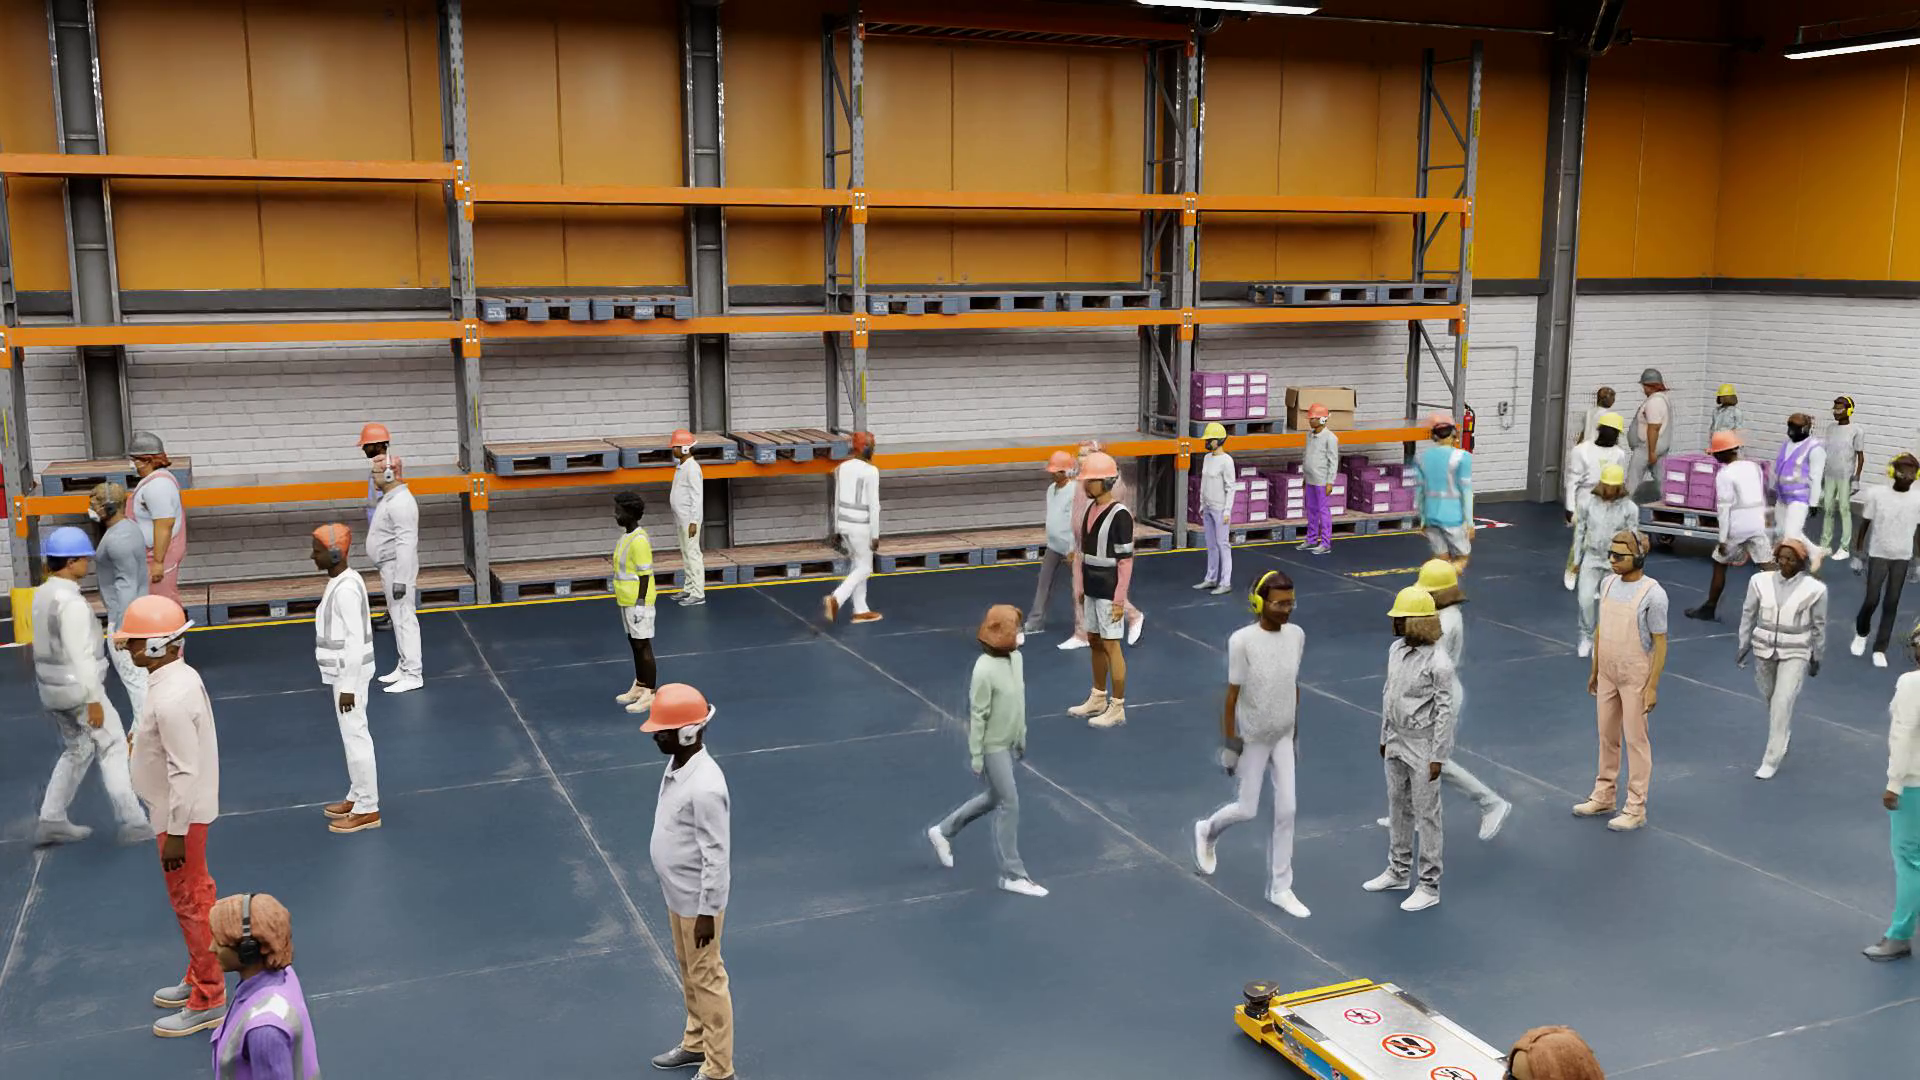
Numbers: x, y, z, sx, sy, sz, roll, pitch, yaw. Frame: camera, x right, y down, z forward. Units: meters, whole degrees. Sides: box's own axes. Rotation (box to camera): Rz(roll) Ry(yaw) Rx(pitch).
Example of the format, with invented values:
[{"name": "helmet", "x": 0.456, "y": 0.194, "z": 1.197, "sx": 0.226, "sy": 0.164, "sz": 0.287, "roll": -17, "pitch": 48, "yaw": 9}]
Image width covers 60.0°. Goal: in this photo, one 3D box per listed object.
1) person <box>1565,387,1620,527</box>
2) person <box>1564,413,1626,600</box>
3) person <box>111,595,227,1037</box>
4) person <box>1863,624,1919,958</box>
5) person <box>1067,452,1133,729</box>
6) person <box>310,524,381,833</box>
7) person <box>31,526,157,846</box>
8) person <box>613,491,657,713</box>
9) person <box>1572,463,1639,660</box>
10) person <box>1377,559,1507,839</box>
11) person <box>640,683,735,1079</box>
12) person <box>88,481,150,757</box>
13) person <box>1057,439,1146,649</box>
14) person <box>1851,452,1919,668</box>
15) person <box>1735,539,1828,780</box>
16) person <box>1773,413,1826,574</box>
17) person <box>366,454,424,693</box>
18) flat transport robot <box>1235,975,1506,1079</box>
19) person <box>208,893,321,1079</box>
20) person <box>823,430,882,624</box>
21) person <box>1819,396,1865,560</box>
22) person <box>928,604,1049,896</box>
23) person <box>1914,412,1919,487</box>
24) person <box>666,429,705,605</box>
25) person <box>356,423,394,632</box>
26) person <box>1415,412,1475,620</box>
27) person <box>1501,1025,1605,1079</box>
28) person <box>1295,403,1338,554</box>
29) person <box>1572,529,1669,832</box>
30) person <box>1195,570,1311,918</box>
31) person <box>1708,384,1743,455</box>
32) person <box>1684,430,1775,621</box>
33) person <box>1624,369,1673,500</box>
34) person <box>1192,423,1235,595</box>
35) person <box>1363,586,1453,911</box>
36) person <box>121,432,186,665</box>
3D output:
[{"name": "person", "x": 8.174, "y": -1.057, "z": 21.236, "sx": 1.022, "sy": 1.776, "sz": 0.511, "roll": -4, "pitch": 11, "yaw": -21}, {"name": "person", "x": 6.458, "y": -0.350, "z": 16.905, "sx": 0.630, "sy": 1.882, "sz": 0.492, "roll": -1, "pitch": 10, "yaw": -3}, {"name": "person", "x": -3.537, "y": 1.224, "z": 7.489, "sx": 0.391, "sy": 1.992, "sz": 0.623, "roll": -4, "pitch": 11, "yaw": -23}, {"name": "person", "x": 4.763, "y": 1.224, "z": 8.308, "sx": 0.636, "sy": 1.718, "sz": 0.322, "roll": -7, "pitch": 12, "yaw": -34}, {"name": "person", "x": 1.028, "y": 0.368, "z": 12.284, "sx": 0.384, "sy": 2.041, "sz": 0.615, "roll": -4, "pitch": 11, "yaw": -23}, {"name": "person", "x": -3.728, "y": 0.827, "z": 10.096, "sx": 0.340, "sy": 1.883, "sz": 0.585, "roll": -4, "pitch": 11, "yaw": -23}, {"name": "person", "x": -5.148, "y": 0.868, "z": 9.802, "sx": 0.637, "sy": 1.925, "sz": 0.601, "roll": 9, "pitch": 13, "yaw": 42}, {"name": "person", "x": -2.491, "y": 0.466, "z": 12.715, "sx": 0.316, "sy": 1.696, "sz": 0.541, "roll": -4, "pitch": 11, "yaw": -23}, {"name": "person", "x": 5.510, "y": 0.188, "z": 14.218, "sx": 0.504, "sy": 1.720, "sz": 0.407, "roll": 4, "pitch": 11, "yaw": 22}, {"name": "person", "x": 2.875, "y": 0.954, "z": 9.831, "sx": 0.674, "sy": 1.716, "sz": 0.503, "roll": 3, "pitch": 10, "yaw": 15}, {"name": "person", "x": -1.137, "y": 1.445, "z": 6.919, "sx": 0.343, "sy": 1.747, "sz": 0.573, "roll": -4, "pitch": 11, "yaw": -23}, {"name": "person", "x": -5.794, "y": 0.550, "z": 11.539, "sx": 0.355, "sy": 1.936, "sz": 0.636, "roll": -4, "pitch": 11, "yaw": -23}, {"name": "person", "x": 1.249, "y": 0.042, "z": 14.622, "sx": 0.688, "sy": 1.883, "sz": 0.657, "roll": -4, "pitch": 11, "yaw": -24}, {"name": "person", "x": 7.840, "y": 0.171, "z": 14.014, "sx": 0.523, "sy": 1.837, "sz": 0.446, "roll": 3, "pitch": 10, "yaw": 16}, {"name": "person", "x": 5.592, "y": 0.761, "z": 11.297, "sx": 0.508, "sy": 1.601, "sz": 0.838, "roll": 10, "pitch": 14, "yaw": 44}, {"name": "person", "x": 8.940, "y": -0.449, "z": 17.658, "sx": 0.693, "sy": 1.825, "sz": 0.634, "roll": -2, "pitch": 10, "yaw": -10}, {"name": "person", "x": -4.526, "y": 0.261, "z": 13.299, "sx": 0.405, "sy": 1.906, "sz": 0.652, "roll": -4, "pitch": 11, "yaw": -23}, {"name": "flat transport robot", "x": 1.817, "y": 2.176, "z": 6.970, "sx": 0.652, "sy": 0.197, "sz": 1.431, "roll": -4, "pitch": 11, "yaw": -23}, {"name": "person", "x": -2.057, "y": 1.837, "z": 4.981, "sx": 0.308, "sy": 1.639, "sz": 0.523, "roll": -4, "pitch": 11, "yaw": -23}, {"name": "person", "x": -1.020, "y": -0.097, "z": 15.504, "sx": 0.726, "sy": 1.860, "sz": 0.605, "roll": -9, "pitch": 13, "yaw": -42}, {"name": "person", "x": 10.028, "y": -0.708, "z": 18.985, "sx": 0.311, "sy": 1.869, "sz": 0.534, "roll": -4, "pitch": 11, "yaw": -23}, {"name": "person", "x": 0.145, "y": 1.126, "z": 9.162, "sx": 0.722, "sy": 1.615, "sz": 0.500, "roll": 5, "pitch": 11, "yaw": 25}, {"name": "person", "x": 11.829, "y": -0.965, "z": 20.016, "sx": 0.615, "sy": 2.027, "sz": 0.650, "roll": 4, "pitch": 10, "yaw": 20}, {"name": "person", "x": -2.737, "y": -0.231, "z": 16.567, "sx": 0.338, "sy": 1.749, "sz": 0.573, "roll": -4, "pitch": 11, "yaw": -23}, {"name": "person", "x": -5.350, "y": -0.118, "z": 15.396, "sx": 0.372, "sy": 1.933, "sz": 0.552, "roll": -4, "pitch": 11, "yaw": -23}, {"name": "person", "x": 4.568, "y": -0.196, "z": 15.657, "sx": 0.488, "sy": 1.998, "sz": 0.682, "roll": -7, "pitch": 12, "yaw": -35}, {"name": "person", "x": 1.450, "y": 1.984, "z": 4.151, "sx": 0.264, "sy": 1.632, "sz": 0.508, "roll": -4, "pitch": 11, "yaw": -23}, {"name": "person", "x": 4.152, "y": -0.718, "z": 19.375, "sx": 0.338, "sy": 1.749, "sz": 0.573, "roll": -4, "pitch": 11, "yaw": -23}, {"name": "person", "x": 4.037, "y": 0.843, "z": 10.120, "sx": 0.329, "sy": 1.844, "sz": 0.516, "roll": -4, "pitch": 11, "yaw": -23}, {"name": "person", "x": 1.603, "y": 1.048, "z": 8.957, "sx": 0.517, "sy": 1.849, "sz": 0.761, "roll": -5, "pitch": 11, "yaw": -28}, {"name": "person", "x": 10.253, "y": -1.230, "z": 22.358, "sx": 0.317, "sy": 1.741, "sz": 0.493, "roll": -4, "pitch": 11, "yaw": -23}, {"name": "person", "x": 7.339, "y": -0.084, "z": 15.503, "sx": 0.632, "sy": 1.857, "sz": 0.964, "roll": -4, "pitch": 11, "yaw": -21}, {"name": "person", "x": 8.878, "y": -1.256, "z": 21.652, "sx": 0.949, "sy": 2.000, "sz": 0.693, "roll": 9, "pitch": 13, "yaw": 40}, {"name": "person", "x": 2.608, "y": -0.323, "z": 17.066, "sx": 0.320, "sy": 1.767, "sz": 0.534, "roll": -4, "pitch": 11, "yaw": -23}, {"name": "person", "x": 2.410, "y": 1.105, "z": 8.905, "sx": 0.312, "sy": 1.743, "sz": 0.493, "roll": -4, "pitch": 11, "yaw": -23}, {"name": "person", "x": -6.689, "y": 0.113, "z": 13.759, "sx": 0.537, "sy": 2.000, "sz": 0.689, "roll": -4, "pitch": 11, "yaw": -23}]
